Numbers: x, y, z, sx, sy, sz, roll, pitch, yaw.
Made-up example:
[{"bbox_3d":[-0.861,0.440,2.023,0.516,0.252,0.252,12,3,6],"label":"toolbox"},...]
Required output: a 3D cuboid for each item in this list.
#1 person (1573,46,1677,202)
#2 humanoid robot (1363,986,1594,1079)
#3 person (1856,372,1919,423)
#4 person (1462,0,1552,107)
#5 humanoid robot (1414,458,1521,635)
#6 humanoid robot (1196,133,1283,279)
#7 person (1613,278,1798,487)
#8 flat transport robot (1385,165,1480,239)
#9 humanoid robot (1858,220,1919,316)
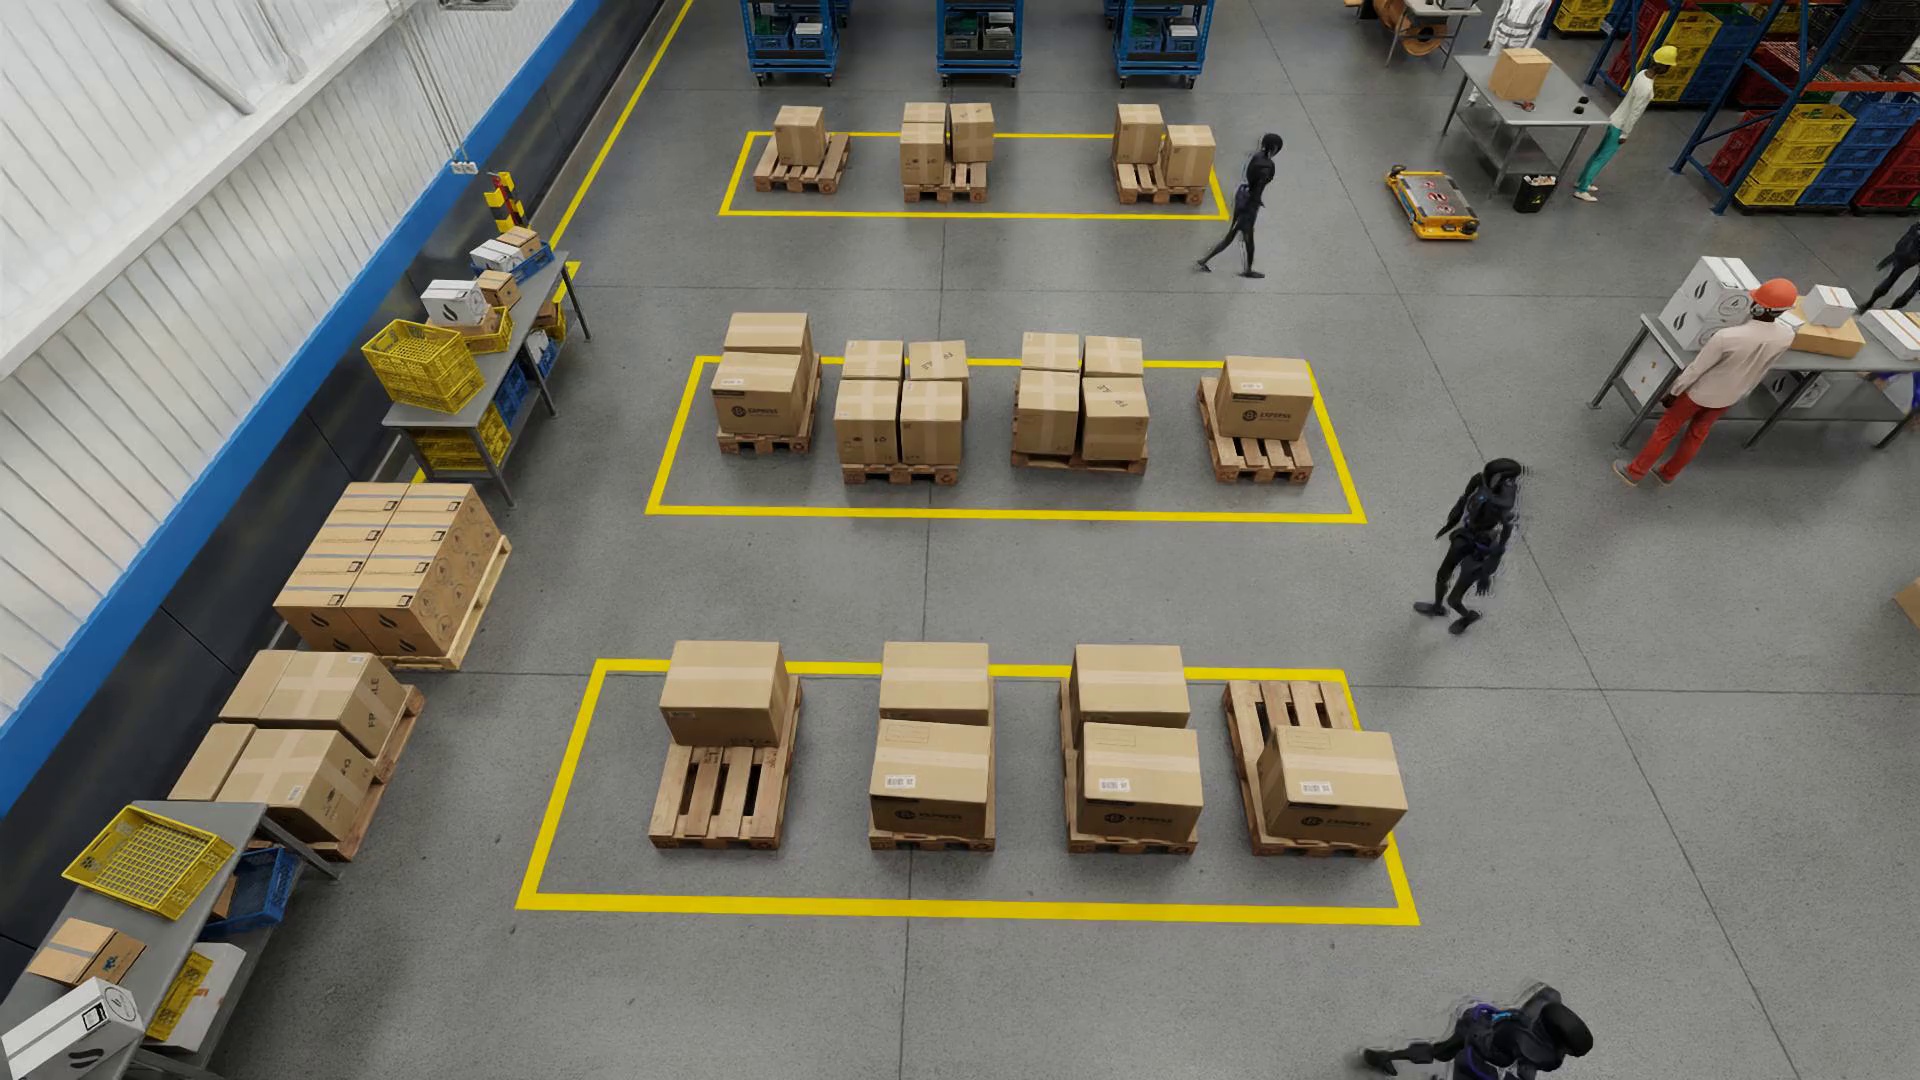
[{"bbox_3d":[7.811,-4.879,10.772,0.337,1.756,0.516,16,51,13],"label":"person"},{"bbox_3d":[2.535,2.481,4.482,0.645,1.647,0.618,21,52,17],"label":"humanoid robot"},{"bbox_3d":[8.964,-2.002,8.095,0.679,2.000,0.924,-8,50,-7],"label":"person"},{"bbox_3d":[7.336,-6.655,12.227,0.574,1.882,0.362,32,56,25],"label":"person"},{"bbox_3d":[3.698,0.048,6.565,0.468,1.630,0.613,-2,49,-2],"label":"humanoid robot"},{"bbox_3d":[3.006,-3.508,9.682,0.738,1.642,0.611,3,49,3],"label":"humanoid robot"},{"bbox_3d":[6.089,-1.225,7.463,0.618,1.988,0.402,1,49,1],"label":"person"},{"bbox_3d":[5.692,-4.094,11.059,0.652,0.197,1.431,1,49,1],"label":"flat transport robot"},{"bbox_3d":[9.587,-2.862,9.089,0.593,1.625,0.573,27,54,22],"label":"humanoid robot"}]
